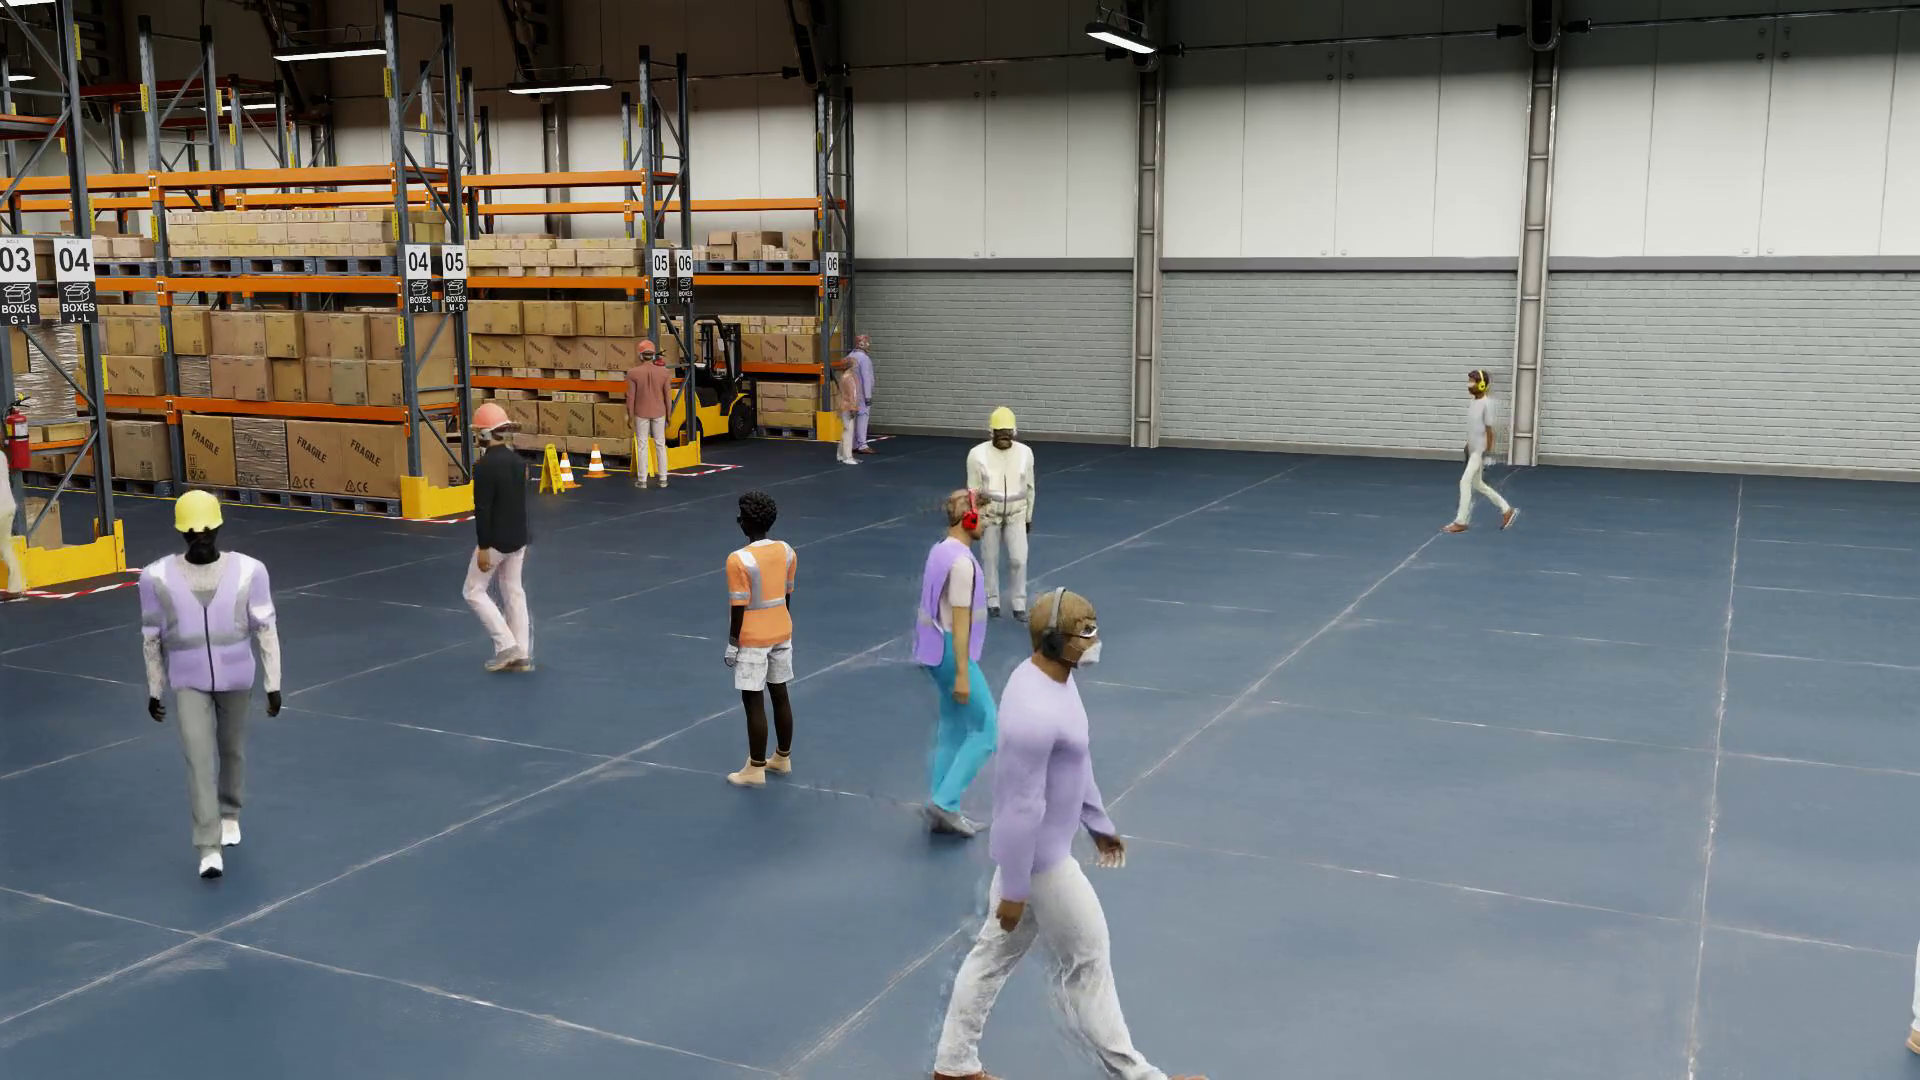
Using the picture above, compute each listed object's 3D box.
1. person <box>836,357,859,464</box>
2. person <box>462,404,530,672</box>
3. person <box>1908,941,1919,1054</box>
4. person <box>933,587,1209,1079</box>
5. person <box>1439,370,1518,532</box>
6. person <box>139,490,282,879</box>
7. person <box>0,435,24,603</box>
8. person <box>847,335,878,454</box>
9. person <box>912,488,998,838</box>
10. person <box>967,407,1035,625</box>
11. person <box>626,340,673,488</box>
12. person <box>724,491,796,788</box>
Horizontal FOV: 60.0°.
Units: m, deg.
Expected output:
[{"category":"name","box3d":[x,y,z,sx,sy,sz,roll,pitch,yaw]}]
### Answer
[{"category":"person","box3d":[-1.722,-1.947,25.165,0.344,1.620,0.556,-2,9,-11]},{"category":"person","box3d":[-3.357,-0.002,12.109,0.448,1.975,0.646,3,10,16]},{"category":"person","box3d":[3.817,1.050,6.117,0.627,1.835,0.428,-3,10,-19]},{"category":"person","box3d":[0.351,1.087,5.740,1.004,1.884,0.632,0,9,3]},{"category":"person","box3d":[5.856,-0.995,18.651,0.842,1.841,0.518,0,9,-2]},{"category":"person","box3d":[-3.683,0.685,8.213,0.610,1.870,0.977,-4,10,-25]},{"category":"person","box3d":[-8.583,-0.239,14.701,0.529,1.596,0.572,-2,9,-9]},{"category":"person","box3d":[-1.572,-2.334,26.649,0.399,1.903,0.643,-5,11,-30]},{"category":"person","box3d":[-0.014,0.643,8.630,0.449,1.817,0.606,-2,9,-12]},{"category":"person","box3d":[0.352,-0.188,13.770,0.591,1.807,0.691,-1,9,-7]},{"category":"person","box3d":[-4.193,-1.693,22.436,0.623,1.991,0.390,-4,10,-23]},{"category":"person","box3d":[-1.145,0.564,9.507,0.318,1.697,0.535,6,11,32]}]
